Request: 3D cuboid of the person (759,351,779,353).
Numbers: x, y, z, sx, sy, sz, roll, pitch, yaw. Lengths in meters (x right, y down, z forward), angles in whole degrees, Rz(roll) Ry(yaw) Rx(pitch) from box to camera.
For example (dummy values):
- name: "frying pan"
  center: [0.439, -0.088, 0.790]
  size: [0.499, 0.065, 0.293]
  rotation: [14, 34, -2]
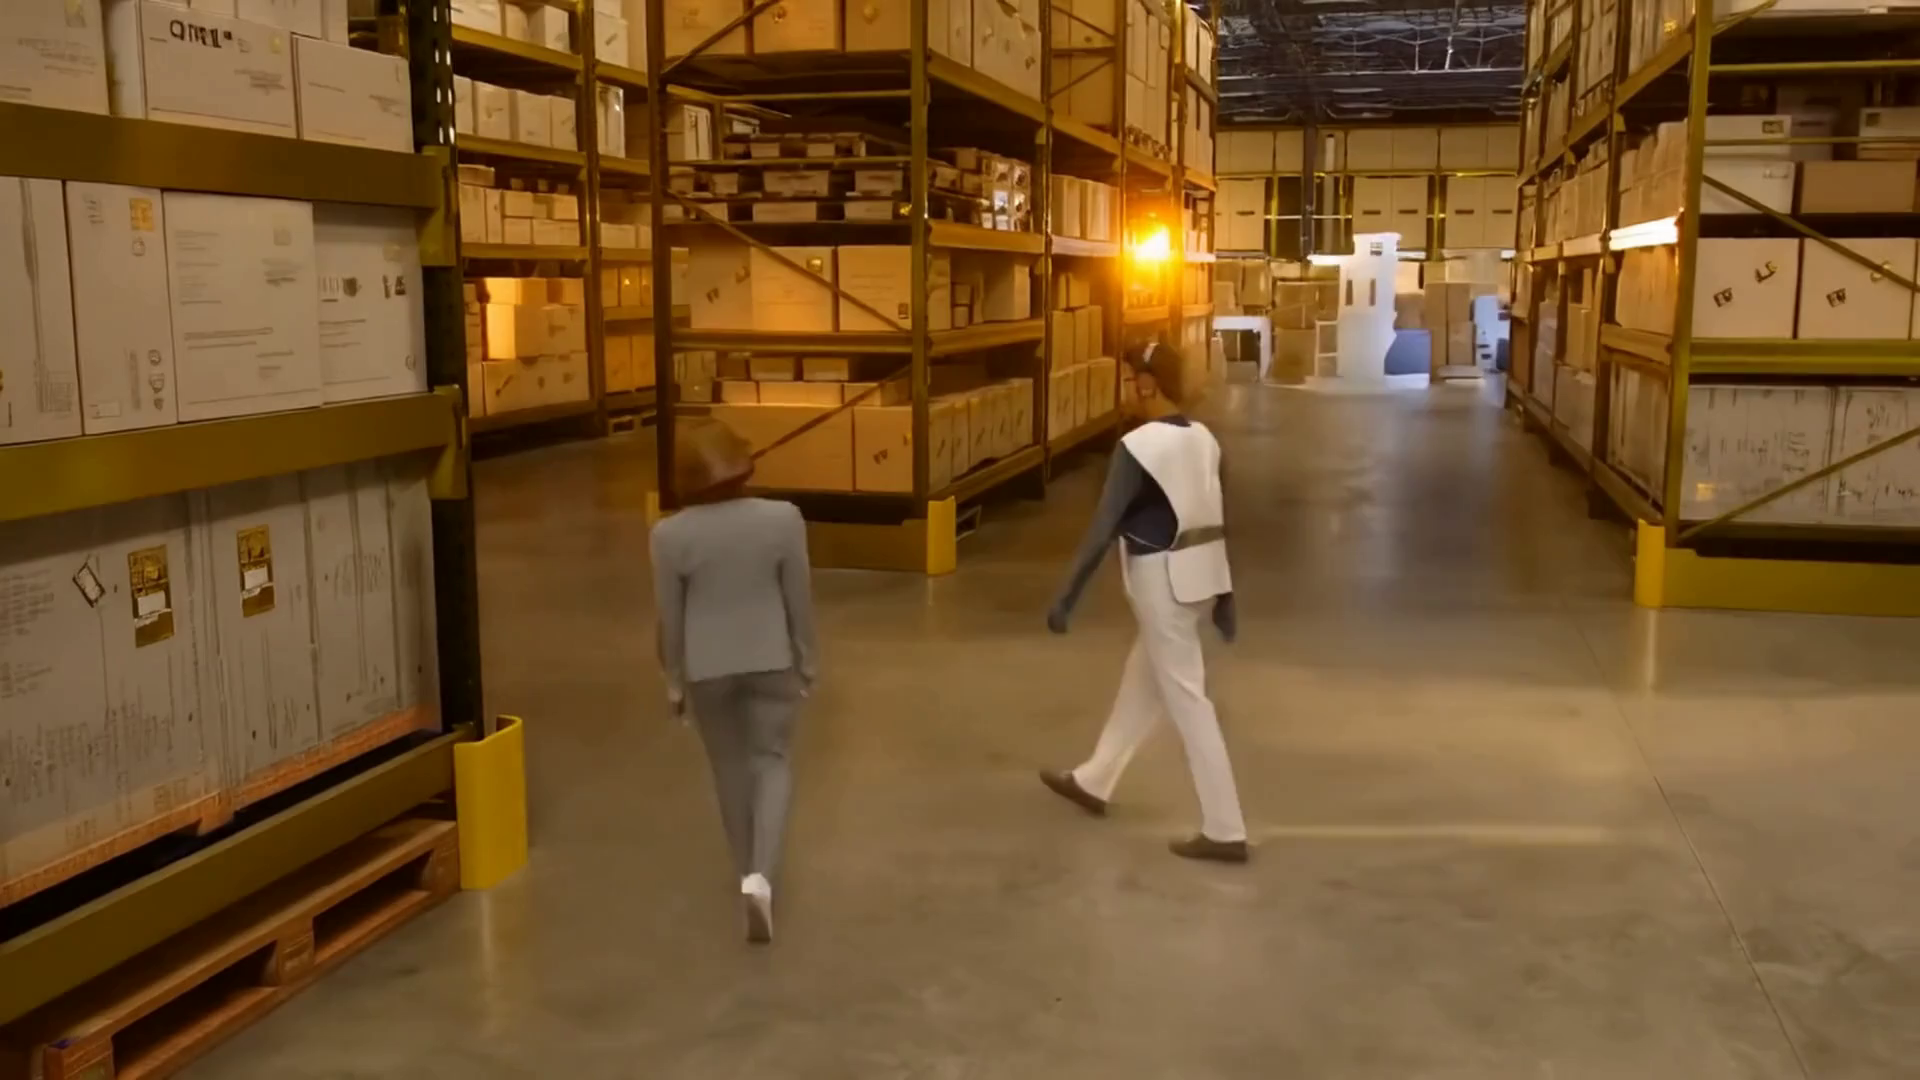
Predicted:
- name: "person"
  center: [-1.950, -1.778, 18.437]
  size: [0.630, 1.821, 0.652]
  rotation: [1, 9, 8]

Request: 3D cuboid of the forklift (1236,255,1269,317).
- name: "forklift"
  center: [10.034, -8.359, 56.878]
  size: [1.129, 2.768, 1.873]
  rotation: [2, 9, 15]

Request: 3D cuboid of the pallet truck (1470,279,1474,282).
- name: "pallet truck"
  center: [18.896, -8.459, 60.307]
  size: [1.885, 1.965, 0.823]
  rotation: [5, 10, 31]

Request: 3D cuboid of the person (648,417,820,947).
- name: "person"
  center: [-0.699, 0.418, 5.150]
  size: [0.516, 1.597, 0.730]
  rotation: [0, 9, -2]

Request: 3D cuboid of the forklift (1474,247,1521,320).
- name: "forklift"
  center: [13.968, -6.343, 44.069]
  size: [1.873, 2.768, 1.129]
  rotation: [-2, 9, -10]

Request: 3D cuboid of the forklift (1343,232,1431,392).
- name: "forklift"
  center: [7.422, -4.097, 29.799]
  size: [1.873, 2.768, 1.129]
  rotation: [-4, 10, -23]

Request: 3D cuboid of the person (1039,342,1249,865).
- name: "person"
  center: [0.658, 0.206, 5.910]
  size: [0.979, 1.793, 0.582]
  rotation: [6, 11, 33]

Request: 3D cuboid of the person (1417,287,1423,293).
- name: "person"
  center: [16.744, -8.362, 60.636]
  size: [0.316, 1.700, 0.541]
  rotation: [0, 9, -1]
